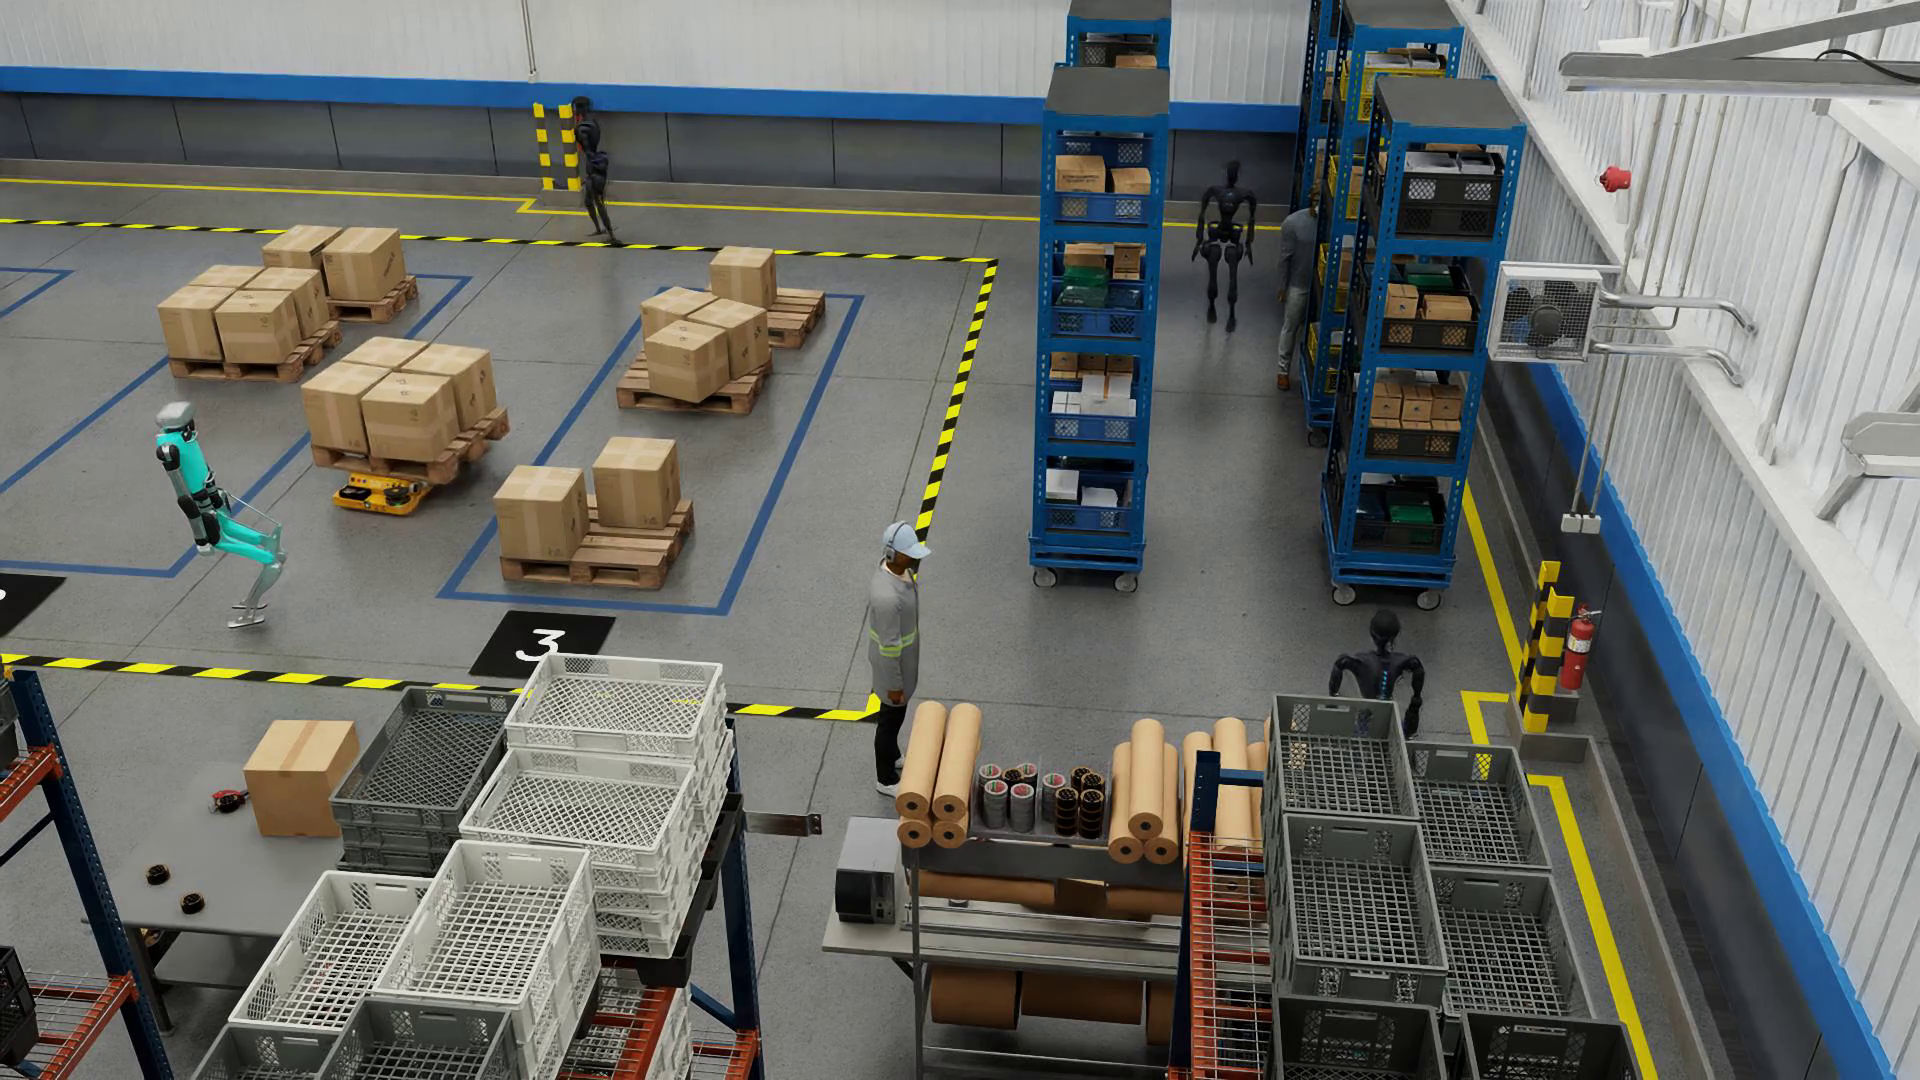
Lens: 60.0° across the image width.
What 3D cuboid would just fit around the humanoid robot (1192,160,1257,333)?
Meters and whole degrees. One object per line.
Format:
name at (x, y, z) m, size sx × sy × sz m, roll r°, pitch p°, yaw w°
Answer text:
humanoid robot at (2.565, -2.867, 16.194) m, size 0.601 × 1.642 × 0.487 m, roll 5°, pitch 31°, yaw 9°

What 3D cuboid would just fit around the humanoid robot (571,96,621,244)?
humanoid robot at (-4.005, -4.035, 18.214) m, size 0.422 × 1.642 × 0.608 m, roll -2°, pitch 30°, yaw -4°

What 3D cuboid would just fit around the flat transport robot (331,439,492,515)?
flat transport robot at (-4.513, -0.660, 13.779) m, size 0.652 × 0.197 × 1.431 m, roll 8°, pitch 31°, yaw 14°

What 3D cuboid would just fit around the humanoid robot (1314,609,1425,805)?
humanoid robot at (2.277, 1.112, 9.373) m, size 0.609 × 1.644 × 0.450 m, roll -2°, pitch 30°, yaw -3°

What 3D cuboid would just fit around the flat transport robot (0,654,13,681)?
flat transport robot at (-7.142, 0.969, 11.010) m, size 1.431 × 0.231 × 0.659 m, roll 3°, pitch 30°, yaw 6°

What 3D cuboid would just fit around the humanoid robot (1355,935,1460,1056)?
humanoid robot at (1.796, 2.302, 7.283) m, size 0.547 × 1.775 × 0.933 m, roll 24°, pitch 38°, yaw 35°

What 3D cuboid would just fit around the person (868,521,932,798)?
person at (-0.346, 0.700, 9.897) m, size 0.395 × 1.850 × 0.597 m, roll 2°, pitch 30°, yaw 3°

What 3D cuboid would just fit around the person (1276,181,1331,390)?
person at (3.147, -2.282, 14.934) m, size 0.630 × 1.940 × 0.373 m, roll -2°, pitch 30°, yaw -4°

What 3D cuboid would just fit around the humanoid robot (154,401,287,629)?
humanoid robot at (-4.967, -0.177, 11.389) m, size 0.735 × 1.672 × 0.533 m, roll -5°, pitch 31°, yaw -8°
